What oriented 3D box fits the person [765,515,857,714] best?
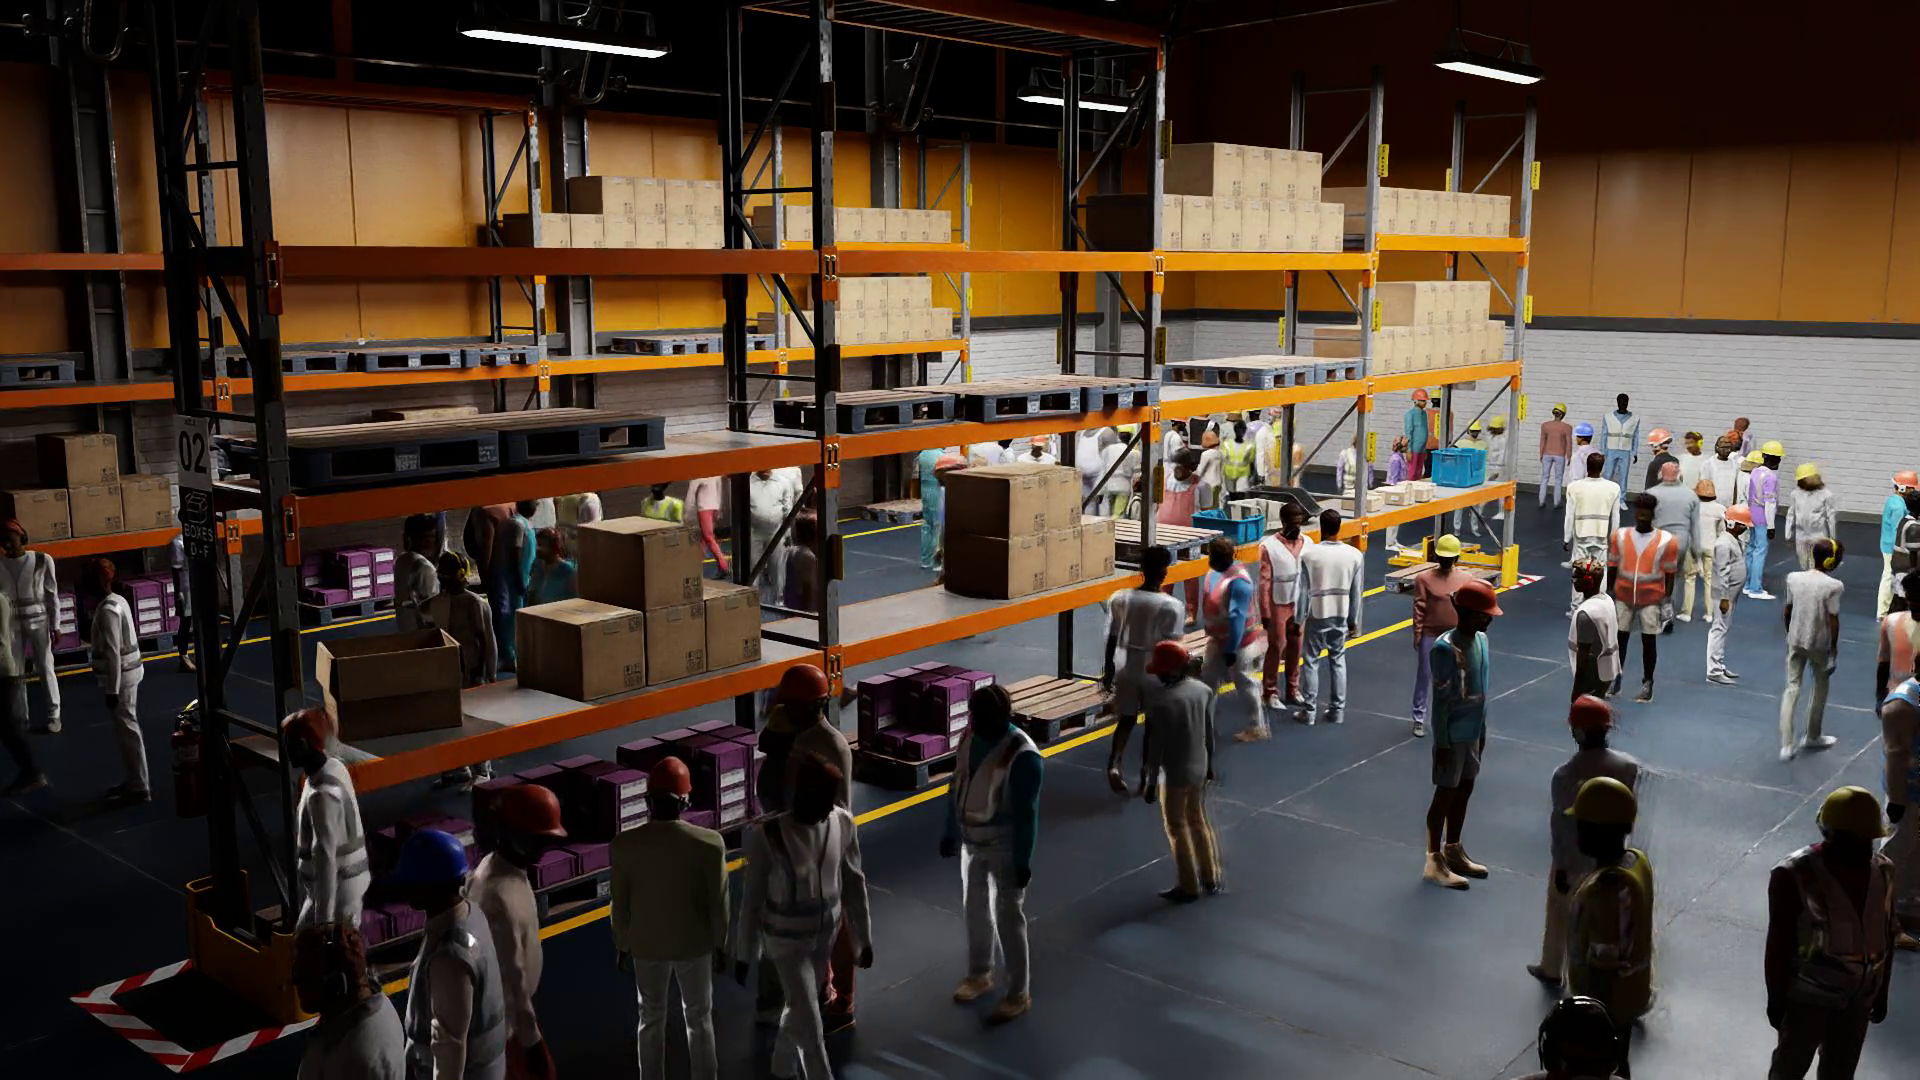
[{"bbox_3d":[-1.364,0.673,15.016,0.993,1.784,0.533,-5,11,-30],"label":"person"}]

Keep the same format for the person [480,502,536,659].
[{"bbox_3d":[-4.657,0.224,17.110,0.392,1.986,0.610,9,13,44],"label":"person"}]

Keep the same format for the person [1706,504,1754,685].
[{"bbox_3d":[7.447,0.515,16.093,0.338,1.742,0.563,6,11,31],"label":"person"}]

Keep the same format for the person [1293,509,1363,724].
[{"bbox_3d":[3.240,0.680,14.643,0.598,1.906,0.404,-2,10,-12],"label":"person"}]

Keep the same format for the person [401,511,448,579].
[{"bbox_3d":[-5.693,0.200,17.737,0.619,1.821,0.448,5,11,26],"label":"person"}]

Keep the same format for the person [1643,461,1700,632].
[{"bbox_3d":[7.842,0.072,18.371,0.657,1.868,0.785,0,10,0],"label":"person"}]

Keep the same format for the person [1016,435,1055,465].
[{"bbox_3d":[1.051,-0.632,22.958,0.566,1.742,0.358,0,10,-3],"label":"person"}]

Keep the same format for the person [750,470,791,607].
[{"bbox_3d":[-2.263,-0.088,19.240,0.645,1.900,0.399,-2,10,-13],"label":"person"}]

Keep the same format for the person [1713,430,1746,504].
[{"bbox_3d":[10.074,-0.511,21.846,0.348,1.876,0.570,-3,10,-18],"label":"person"}]

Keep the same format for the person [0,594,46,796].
[{"bbox_3d":[-7.397,1.026,12.470,0.618,1.930,0.835,4,10,24],"label":"person"}]

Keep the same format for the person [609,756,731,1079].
[{"bbox_3d":[-1.366,1.884,7.889,0.564,1.751,0.342,0,10,-2],"label":"person"}]

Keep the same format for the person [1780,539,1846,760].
[{"bbox_3d":[7.037,0.882,13.677,0.806,1.822,0.496,-8,12,-39],"label":"person"}]

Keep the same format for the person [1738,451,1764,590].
[{"bbox_3d":[9.812,-0.246,20.666,0.309,1.735,0.484,2,10,11],"label":"person"}]

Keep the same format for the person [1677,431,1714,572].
[{"bbox_3d":[9.659,-0.507,21.863,0.358,1.859,0.558,-6,11,-31],"label":"person"}]

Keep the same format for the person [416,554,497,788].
[{"bbox_3d":[-3.867,1.012,12.866,0.590,1.833,0.403,-1,10,-3],"label":"person"}]

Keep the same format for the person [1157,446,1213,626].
[{"bbox_3d":[2.444,-0.052,18.592,0.674,2.000,0.535,5,11,27],"label":"person"}]

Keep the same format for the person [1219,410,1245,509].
[{"bbox_3d":[4.493,-1.359,27.332,0.492,1.729,0.324,3,10,20],"label":"person"}]

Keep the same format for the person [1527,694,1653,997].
[{"bbox_3d":[3.463,1.700,9.078,0.567,1.728,0.784,-3,10,-16],"label":"person"}]

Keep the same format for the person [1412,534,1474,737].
[{"bbox_3d":[4.132,0.818,14.232,0.525,1.765,0.329,0,10,-1],"label":"person"}]

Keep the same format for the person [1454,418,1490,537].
[{"bbox_3d":[7.560,-0.921,24.600,0.523,1.769,0.316,0,10,0],"label":"person"}]

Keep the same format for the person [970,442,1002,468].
[{"bbox_3d":[0.401,-0.722,23.264,0.553,1.818,0.540,-6,11,-33],"label":"person"}]

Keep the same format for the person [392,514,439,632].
[{"bbox_3d":[-4.580,0.744,14.108,0.366,1.959,0.603,-9,13,-43],"label":"person"}]

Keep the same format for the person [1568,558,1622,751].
[{"bbox_3d":[4.799,1.052,12.627,0.393,1.836,0.561,6,11,33],"label":"person"}]

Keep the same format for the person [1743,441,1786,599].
[{"bbox_3d":[9.722,-0.242,20.103,0.393,1.918,0.586,1,10,7],"label":"person"}]

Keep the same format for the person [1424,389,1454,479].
[{"bbox_3d":[8.026,-1.592,28.138,0.589,1.923,0.383,2,10,9],"label":"person"}]

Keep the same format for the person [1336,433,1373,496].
[{"bbox_3d":[5.692,-0.759,24.088,0.536,1.609,0.341,-1,10,-8],"label":"person"}]

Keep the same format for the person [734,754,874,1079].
[{"bbox_3d":[-0.664,1.879,7.699,0.623,1.821,1.020,-8,13,-41],"label":"person"}]

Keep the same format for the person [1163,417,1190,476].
[{"bbox_3d":[3.160,-0.950,24.314,0.388,1.926,0.549,-1,10,-4],"label":"person"}]

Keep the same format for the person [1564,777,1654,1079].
[{"bbox_3d":[2.703,1.941,7.038,0.384,1.924,0.593,7,12,36],"label":"person"}]

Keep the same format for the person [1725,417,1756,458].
[{"bbox_3d":[12.229,-1.114,26.140,0.310,1.636,0.522,-9,13,-42],"label":"person"}]

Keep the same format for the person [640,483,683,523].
[{"bbox_3d":[-3.440,0.019,19.309,0.535,1.666,0.811,4,10,20],"label":"person"}]

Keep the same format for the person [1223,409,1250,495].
[{"bbox_3d":[4.835,-1.715,28.867,0.593,1.922,0.377,5,11,25],"label":"person"}]

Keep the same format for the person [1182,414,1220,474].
[{"bbox_3d":[3.696,-1.192,25.456,0.612,2.029,0.407,5,11,29],"label":"person"}]

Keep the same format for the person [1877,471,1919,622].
[{"bbox_3d":[10.557,0.078,18.724,0.350,1.739,0.575,4,10,24],"label":"person"}]

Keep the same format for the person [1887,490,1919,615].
[{"bbox_3d":[9.936,0.313,17.428,0.320,1.698,0.538,3,10,18],"label":"person"}]

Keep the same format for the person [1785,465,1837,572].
[{"bbox_3d":[9.932,-0.027,19.470,0.723,1.693,0.546,-8,13,-41],"label":"person"}]

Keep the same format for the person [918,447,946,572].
[{"bbox_3d":[-0.293,-0.529,21.883,0.399,1.900,0.645,-6,11,-31],"label":"person"}]

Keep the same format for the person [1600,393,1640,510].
[{"bbox_3d":[10.827,-1.453,27.322,0.588,1.920,0.392,2,10,12],"label":"person"}]

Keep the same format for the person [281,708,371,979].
[{"bbox_3d":[-3.158,1.759,8.306,0.495,1.862,0.702,-4,10,-21],"label":"person"}]

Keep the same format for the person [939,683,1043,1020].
[{"bbox_3d":[0.164,1.655,9.031,0.431,1.832,0.713,-7,12,-37],"label":"person"}]

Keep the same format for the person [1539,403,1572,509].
[{"bbox_3d":[9.824,-1.387,27.428,0.534,1.757,0.337,7,12,37],"label":"person"}]

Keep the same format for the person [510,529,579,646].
[{"bbox_3d":[-3.521,0.793,14.299,0.580,1.784,1.009,9,13,43],"label":"person"}]
